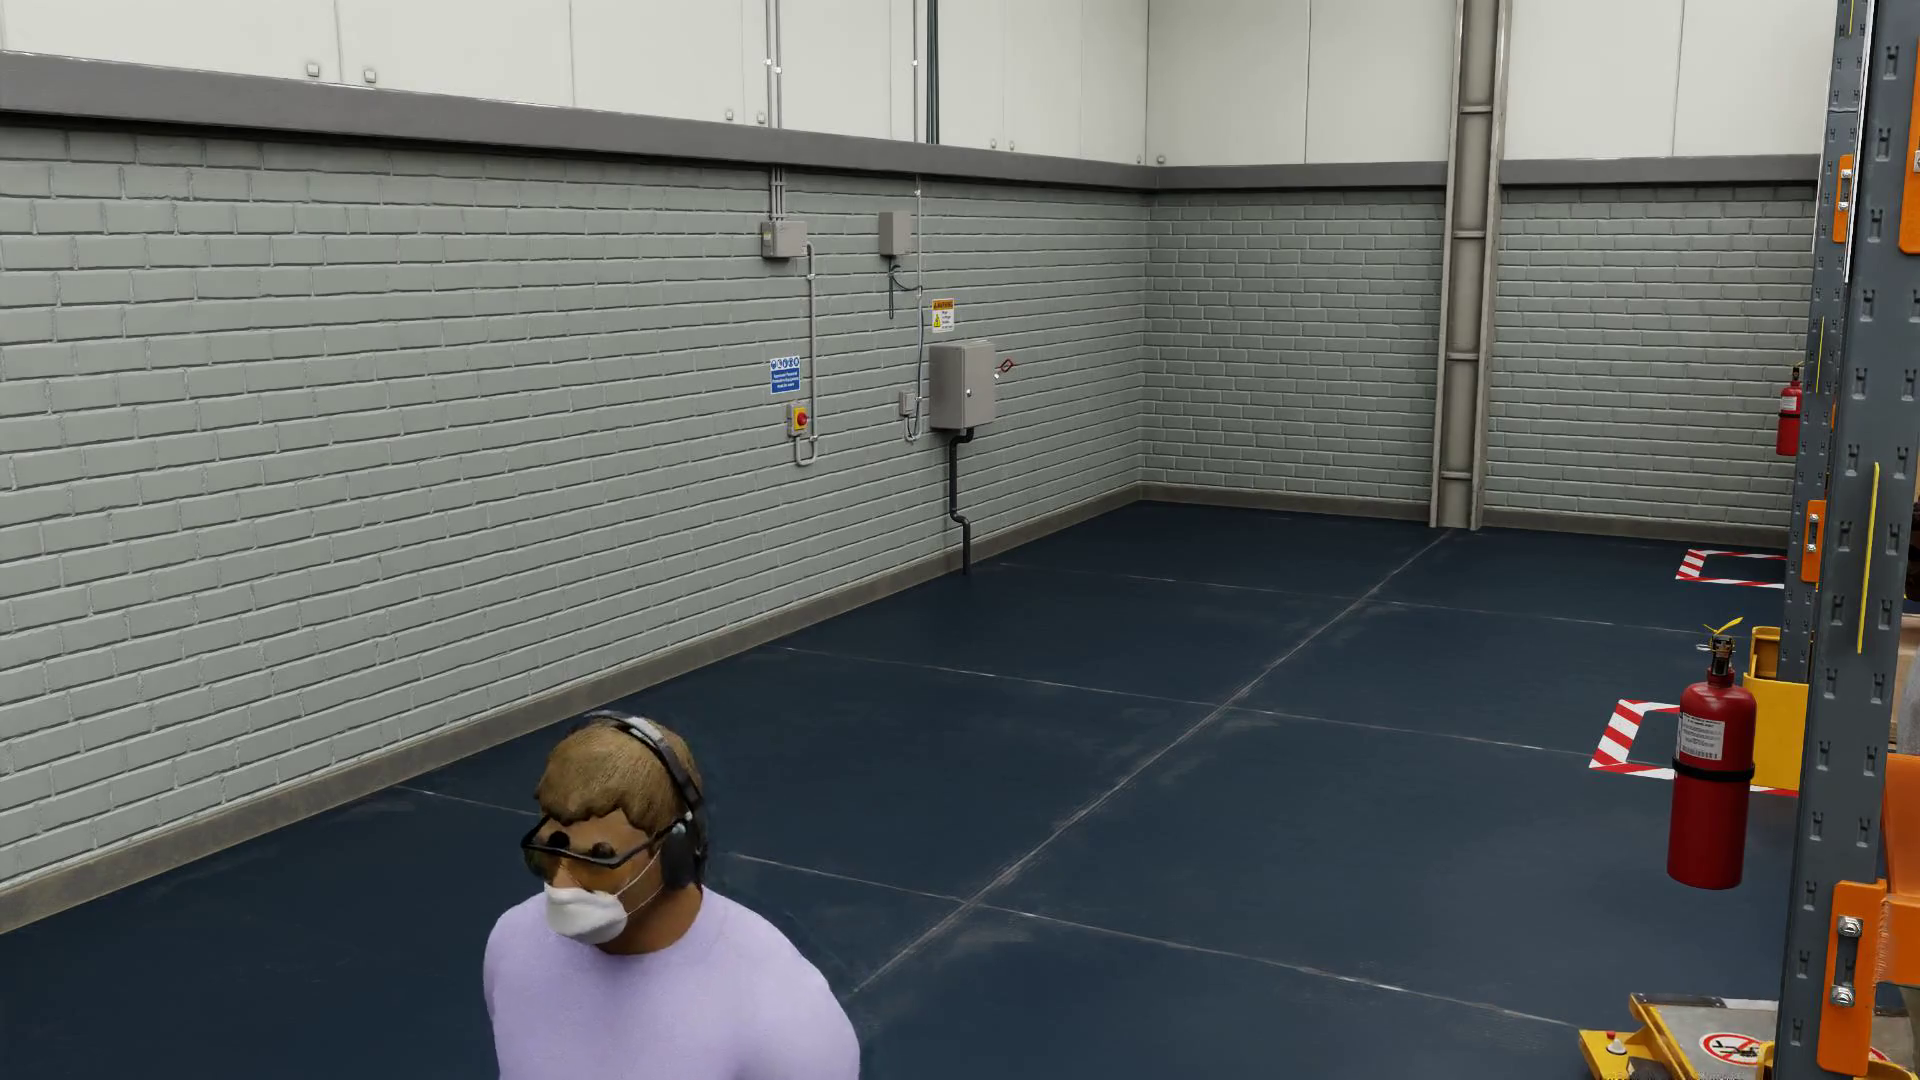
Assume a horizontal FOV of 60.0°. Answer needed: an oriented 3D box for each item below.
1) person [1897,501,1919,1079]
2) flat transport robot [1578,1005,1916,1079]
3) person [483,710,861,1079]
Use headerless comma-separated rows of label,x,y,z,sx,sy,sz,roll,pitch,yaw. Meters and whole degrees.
person,2.552,0.803,4.371,0.331,1.860,0.512,5,12,25
flat transport robot,2.563,1.539,4.681,1.431,0.197,0.652,1,10,7
person,-0.397,1.148,2.332,0.645,1.917,0.793,7,12,32
